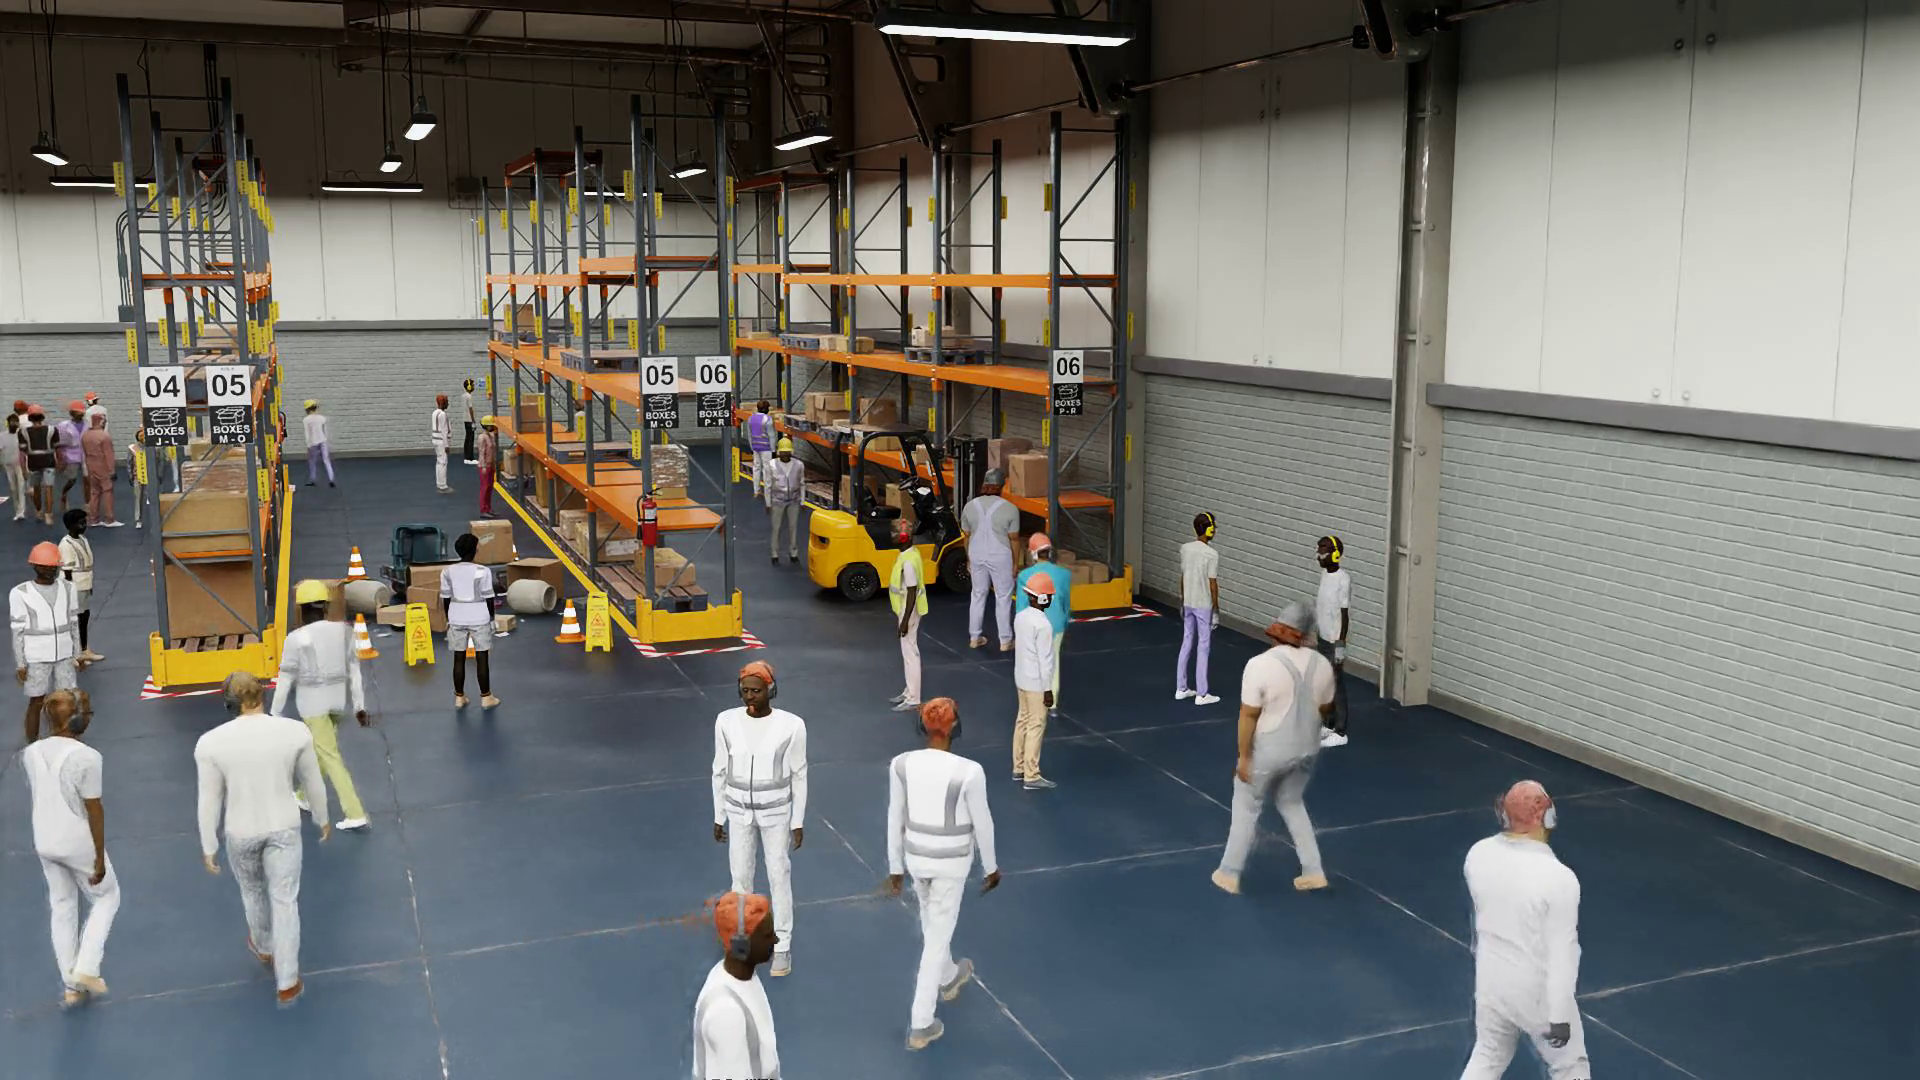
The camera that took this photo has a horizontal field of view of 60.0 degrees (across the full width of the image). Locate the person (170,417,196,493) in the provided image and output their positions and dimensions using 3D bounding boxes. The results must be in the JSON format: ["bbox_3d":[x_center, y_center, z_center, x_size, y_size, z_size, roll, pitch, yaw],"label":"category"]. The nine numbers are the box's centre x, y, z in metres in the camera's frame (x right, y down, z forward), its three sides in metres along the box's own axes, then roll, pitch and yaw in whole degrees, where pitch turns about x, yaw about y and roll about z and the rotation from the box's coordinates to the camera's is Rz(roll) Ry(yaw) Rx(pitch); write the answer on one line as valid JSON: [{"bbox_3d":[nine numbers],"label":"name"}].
[{"bbox_3d":[-14.921,-1.866,31.908,0.675,1.880,0.707,-1,9,-5],"label":"person"}]

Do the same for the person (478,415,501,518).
[{"bbox_3d":[-8.055,-1.253,28.432,0.336,1.757,0.518,1,9,7],"label":"person"}]

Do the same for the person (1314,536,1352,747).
[{"bbox_3d":[3.267,0.882,14.672,0.316,1.860,0.513,-2,9,-11],"label":"person"}]

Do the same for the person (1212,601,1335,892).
[{"bbox_3d":[2.149,1.358,11.100,0.733,2.000,0.647,-4,10,-26],"label":"person"}]

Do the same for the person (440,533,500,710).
[{"bbox_3d":[-4.665,0.779,15.836,0.532,1.693,0.319,1,9,7],"label":"person"}]

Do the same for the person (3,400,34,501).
[{"bbox_3d":[-17.236,-1.642,30.583,0.949,1.840,0.590,5,10,27],"label":"person"}]

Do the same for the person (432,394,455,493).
[{"bbox_3d":[-9.861,-1.831,31.691,0.359,1.880,0.575,-5,11,-31],"label":"person"}]

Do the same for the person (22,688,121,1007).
[{"bbox_3d":[-5.010,1.734,9.420,0.503,1.825,0.421,1,9,8],"label":"person"}]

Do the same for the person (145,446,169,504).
[{"bbox_3d":[-14.606,-1.467,30.157,0.497,1.633,0.285,-7,12,-39],"label":"person"}]

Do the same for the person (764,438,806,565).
[{"bbox_3d":[-2.490,-0.550,23.760,0.597,1.831,0.403,-3,9,-18],"label":"person"}]

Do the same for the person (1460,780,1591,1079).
[{"bbox_3d":[2.627,2.015,7.587,0.757,1.863,0.657,-5,10,-27],"label":"person"}]

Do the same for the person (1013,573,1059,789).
[{"bbox_3d":[0.633,1.130,13.467,0.355,1.744,0.565,-3,10,-19],"label":"person"}]

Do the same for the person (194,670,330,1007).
[{"bbox_3d":[-4.020,1.672,9.629,0.690,1.873,0.983,-4,10,-23],"label":"person"}]

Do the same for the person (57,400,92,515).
[{"bbox_3d":[-15.312,-1.428,28.766,0.857,2.017,0.619,7,11,36],"label":"person"}]

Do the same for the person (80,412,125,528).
[{"bbox_3d":[-14.082,-1.144,27.300,0.654,1.897,0.404,5,10,27],"label":"person"}]

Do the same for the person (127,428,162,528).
[{"bbox_3d":[-13.380,-1.016,27.300,0.515,1.641,0.309,-6,11,-35],"label":"person"}]

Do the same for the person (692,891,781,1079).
[{"bbox_3d":[-0.877,2.226,6.310,0.989,1.840,0.579,1,9,4],"label":"person"}]

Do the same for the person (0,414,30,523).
[{"bbox_3d":[-15.887,-1.194,27.883,0.579,1.813,0.998,-3,10,-19],"label":"person"}]

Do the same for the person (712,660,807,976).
[{"bbox_3d":[-1.187,1.640,9.825,0.574,1.883,0.356,1,9,9],"label":"person"}]

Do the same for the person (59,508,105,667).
[{"bbox_3d":[-9.333,0.504,17.586,0.320,1.687,0.537,-1,9,-7],"label":"person"}]

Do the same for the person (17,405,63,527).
[{"bbox_3d":[-15.258,-1.241,27.631,0.616,1.985,1.062,-4,10,-24],"label":"person"}]

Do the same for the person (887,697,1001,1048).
[{"bbox_3d":[-0.067,1.764,9.139,0.573,1.840,0.955,5,10,30],"label":"person"}]

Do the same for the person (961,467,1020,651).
[{"bbox_3d":[0.380,0.196,18.415,0.686,2.000,0.535,4,10,26],"label":"person"}]

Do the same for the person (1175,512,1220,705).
[{"bbox_3d":[2.314,0.656,16.106,0.324,1.861,0.504,-7,11,-37],"label":"person"}]

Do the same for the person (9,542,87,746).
[{"bbox_3d":[-7.614,0.972,13.912,0.401,1.922,0.599,6,11,35],"label":"person"}]

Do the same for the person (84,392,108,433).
[{"bbox_3d":[-17.826,-2.178,34.292,0.349,1.743,0.563,2,9,14],"label":"person"}]

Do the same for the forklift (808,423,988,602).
[{"bbox_3d":[-0.830,-0.399,21.676,2.313,2.155,1.214,-4,10,-21],"label":"forklift"}]

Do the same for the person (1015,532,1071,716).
[{"bbox_3d":[0.772,0.791,15.624,0.585,1.733,0.393,-3,9,-16],"label":"person"}]

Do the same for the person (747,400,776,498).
[{"bbox_3d":[-3.636,-1.680,30.844,0.636,1.842,0.429,7,11,37],"label":"person"}]

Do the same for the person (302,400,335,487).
[{"bbox_3d":[-12.571,-1.878,32.540,0.916,1.708,0.547,7,11,36],"label":"person"}]

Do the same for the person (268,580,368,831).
[{"bbox_3d":[-4.812,1.228,12.485,1.042,1.865,0.599,4,10,26],"label":"person"}]

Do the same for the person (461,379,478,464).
[{"bbox_3d":[-10.743,-2.592,36.497,0.326,1.871,0.520,-7,11,-36],"label":"person"}]

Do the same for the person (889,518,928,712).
[{"bbox_3d":[-0.490,0.710,15.785,0.388,1.848,0.564,0,9,-2],"label":"person"}]
